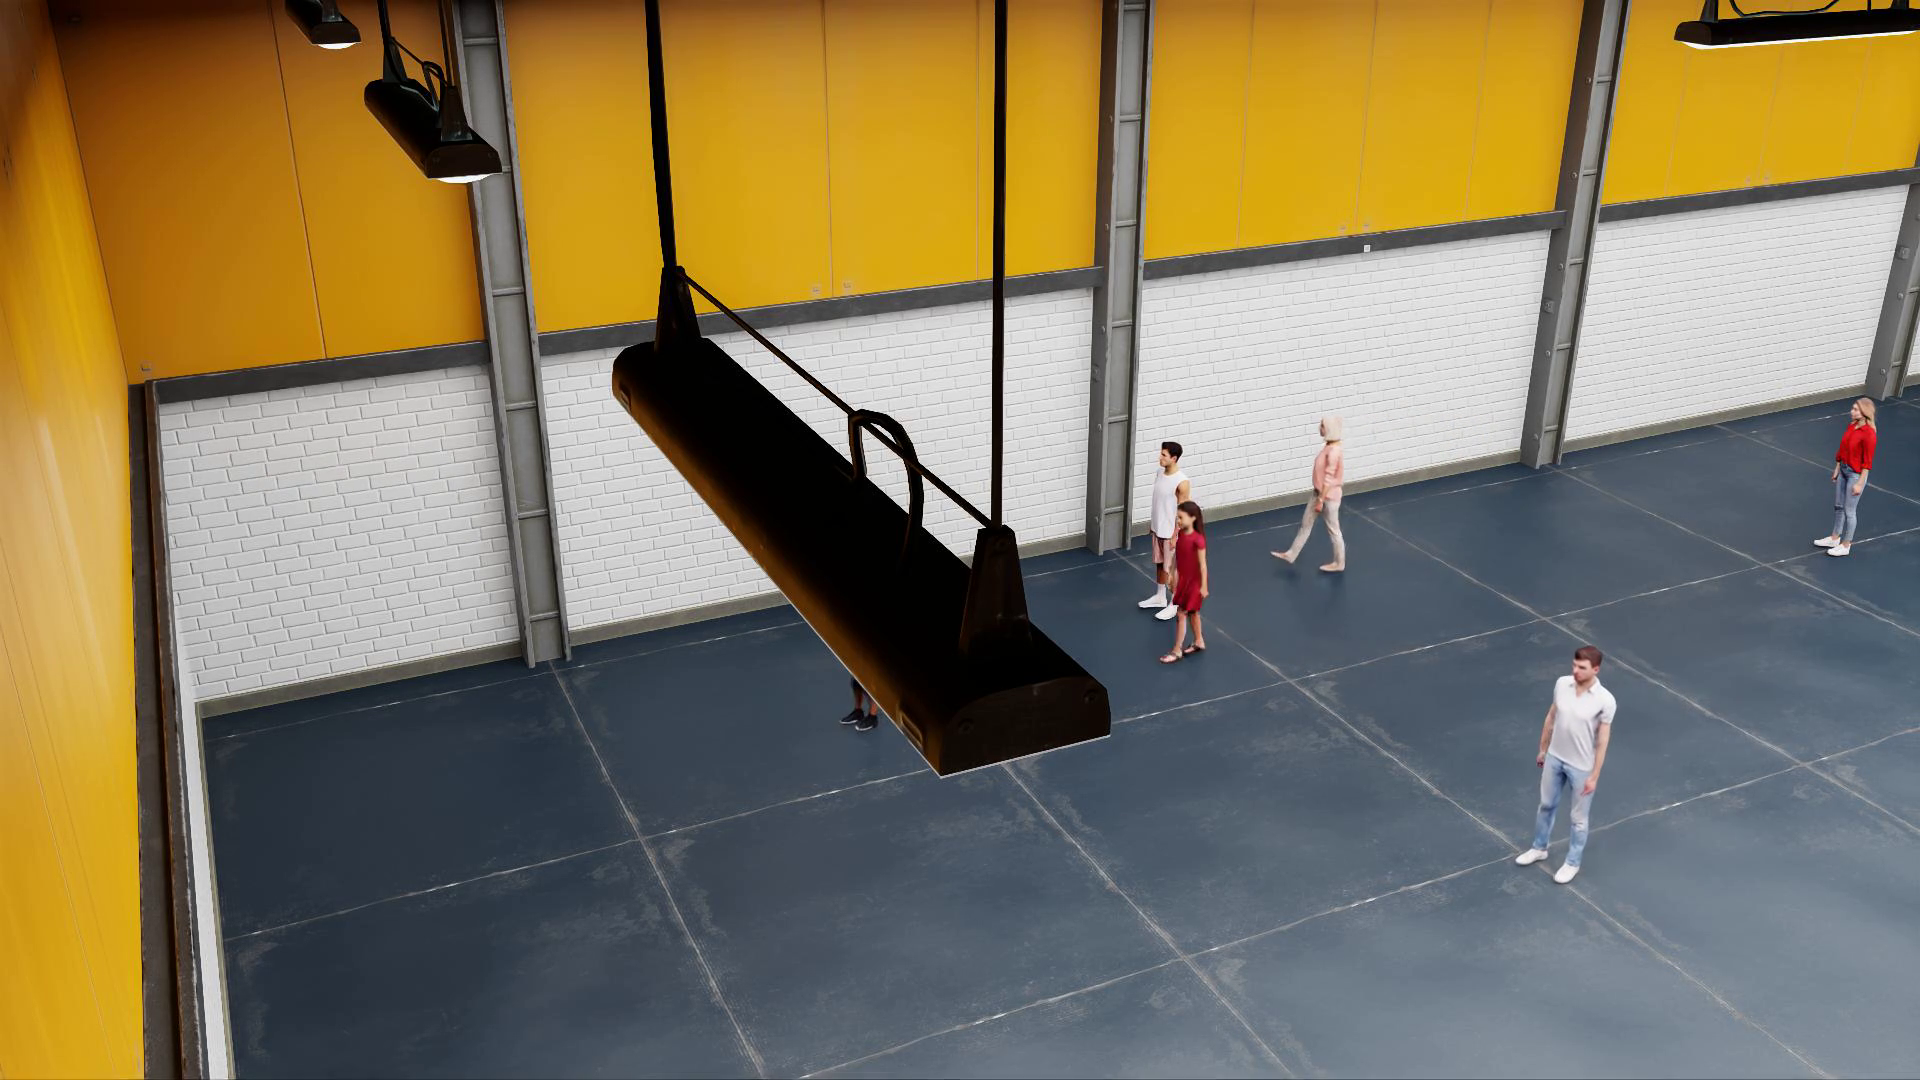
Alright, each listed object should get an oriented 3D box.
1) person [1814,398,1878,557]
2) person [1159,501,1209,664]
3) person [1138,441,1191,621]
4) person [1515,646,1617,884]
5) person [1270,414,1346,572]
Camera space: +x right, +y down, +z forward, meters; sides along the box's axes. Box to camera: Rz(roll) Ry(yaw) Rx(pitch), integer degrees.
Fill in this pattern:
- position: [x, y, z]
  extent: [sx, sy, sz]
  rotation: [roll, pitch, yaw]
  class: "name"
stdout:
- position: [9.321, -0.666, 17.390]
  extent: [0.619, 1.704, 0.679]
  rotation: [-2, 24, -5]
  class: "person"
- position: [2.181, 0.349, 15.280]
  extent: [0.784, 1.534, 0.561]
  rotation: [-12, 26, -26]
  class: "person"
- position: [2.017, -0.115, 16.024]
  extent: [0.555, 1.789, 0.625]
  rotation: [-11, 26, -24]
  class: "person"
- position: [4.451, 1.595, 12.034]
  extent: [0.635, 1.852, 0.708]
  rotation: [-17, 29, -34]
  class: "person"
- position: [3.812, -0.455, 16.912]
  extent: [1.081, 1.700, 0.894]
  rotation: [1, 24, 3]
  class: "person"
